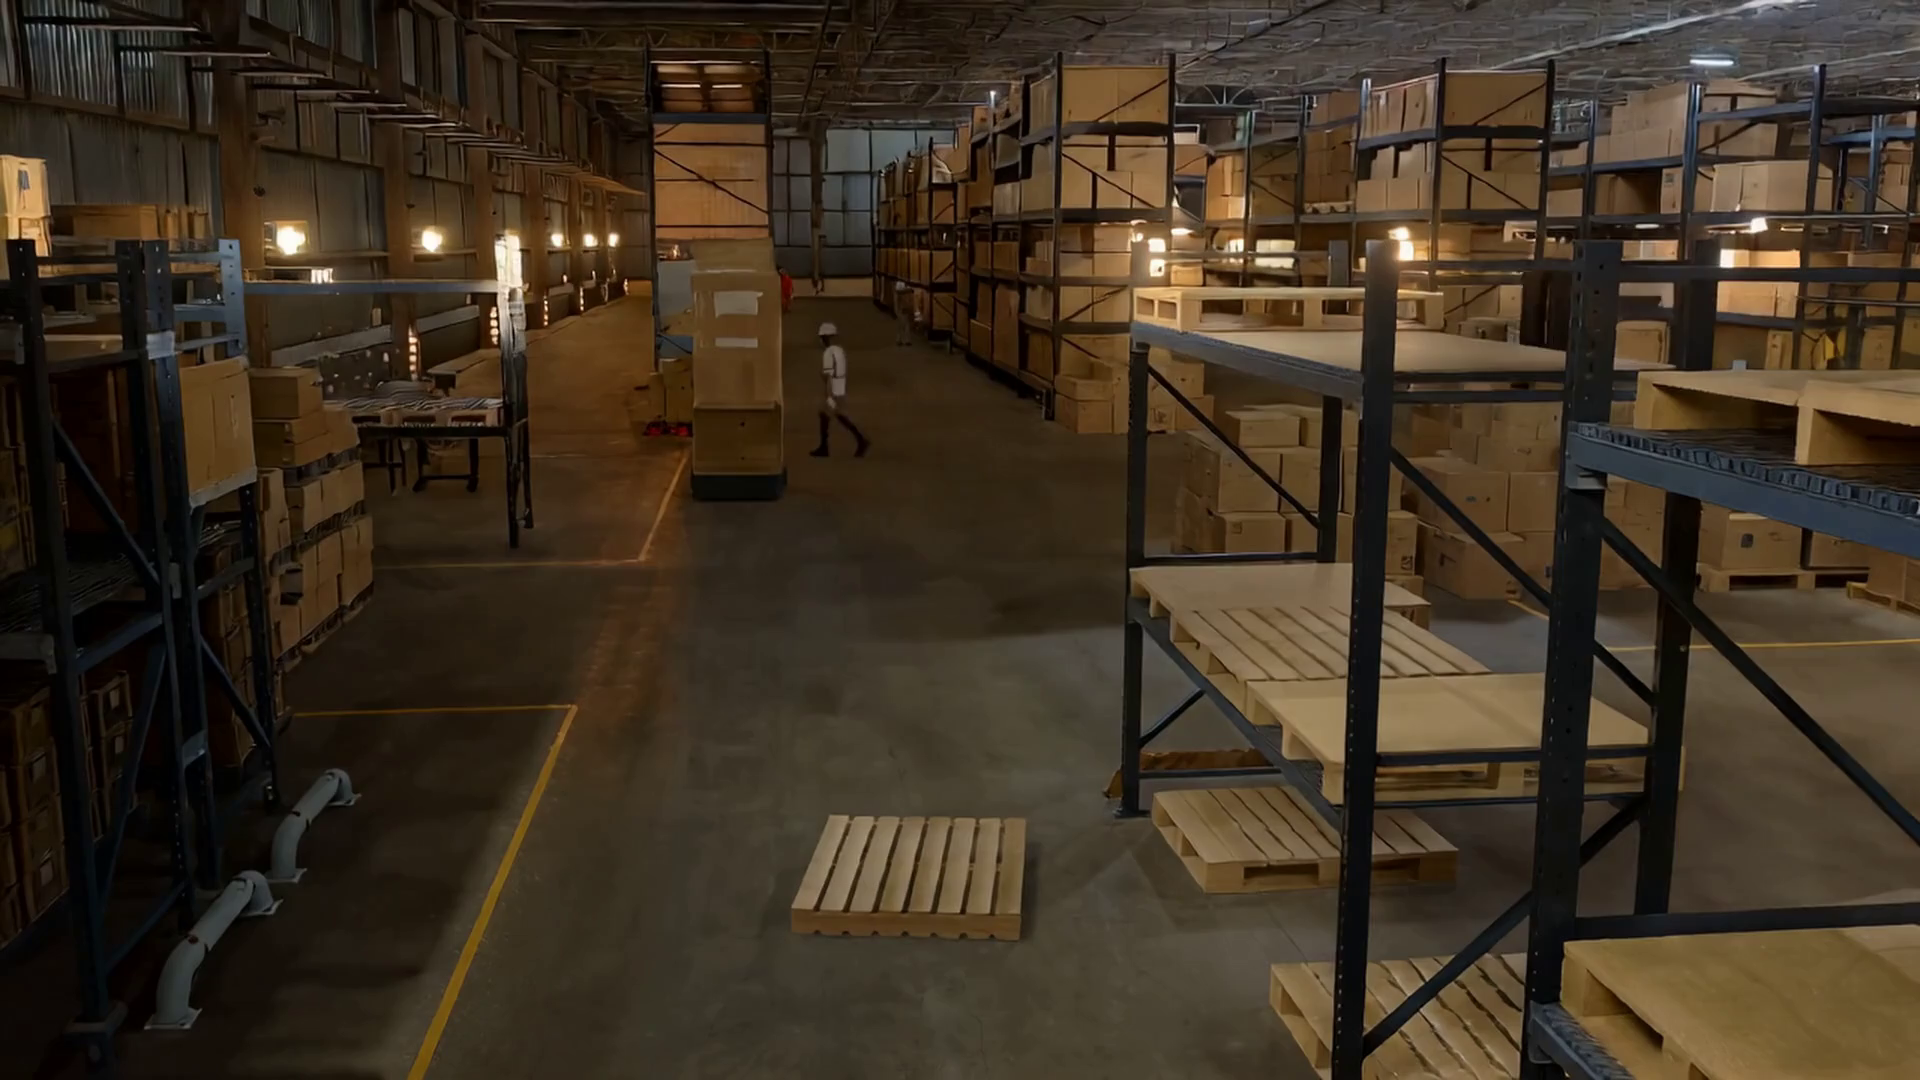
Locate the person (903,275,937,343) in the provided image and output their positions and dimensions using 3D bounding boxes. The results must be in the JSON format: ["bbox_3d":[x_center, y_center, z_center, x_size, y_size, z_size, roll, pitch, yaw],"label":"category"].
[{"bbox_3d":[-1.190,-6.784,48.944,0.915,2.018,0.614,-1,10,-7],"label":"person"}]

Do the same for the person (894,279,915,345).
[{"bbox_3d":[-1.586,-6.594,48.172,0.642,1.909,0.399,-7,12,-35],"label":"person"}]

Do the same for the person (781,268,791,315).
[{"bbox_3d":[-7.092,-10.033,67.245,0.409,1.903,0.638,5,11,24],"label":"person"}]

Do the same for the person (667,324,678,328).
[{"bbox_3d":[-7.485,-5.703,43.812,0.532,1.698,0.319,-8,13,-37],"label":"person"}]

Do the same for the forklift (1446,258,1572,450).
[{"bbox_3d":[6.560,-1.760,18.685,1.873,2.768,1.129,-1,10,-7],"label":"forklift"}]

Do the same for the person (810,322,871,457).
[{"bbox_3d":[-1.684,-2.086,23.198,0.813,1.912,0.554,5,11,25],"label":"person"}]

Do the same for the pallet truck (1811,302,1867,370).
[{"bbox_3d":[15.846,-3.142,28.793,1.885,1.965,0.823,2,10,12],"label":"pallet truck"}]

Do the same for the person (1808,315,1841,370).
[{"bbox_3d":[13.131,-2.470,25.319,0.397,1.911,0.587,10,14,43],"label":"person"}]

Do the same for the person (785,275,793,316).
[{"bbox_3d":[-6.884,-9.849,66.946,0.306,1.639,0.523,-1,10,-4],"label":"person"}]

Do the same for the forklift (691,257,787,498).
[{"bbox_3d":[-2.675,-1.996,19.992,1.129,2.768,1.873,-1,10,-6],"label":"forklift"}]
